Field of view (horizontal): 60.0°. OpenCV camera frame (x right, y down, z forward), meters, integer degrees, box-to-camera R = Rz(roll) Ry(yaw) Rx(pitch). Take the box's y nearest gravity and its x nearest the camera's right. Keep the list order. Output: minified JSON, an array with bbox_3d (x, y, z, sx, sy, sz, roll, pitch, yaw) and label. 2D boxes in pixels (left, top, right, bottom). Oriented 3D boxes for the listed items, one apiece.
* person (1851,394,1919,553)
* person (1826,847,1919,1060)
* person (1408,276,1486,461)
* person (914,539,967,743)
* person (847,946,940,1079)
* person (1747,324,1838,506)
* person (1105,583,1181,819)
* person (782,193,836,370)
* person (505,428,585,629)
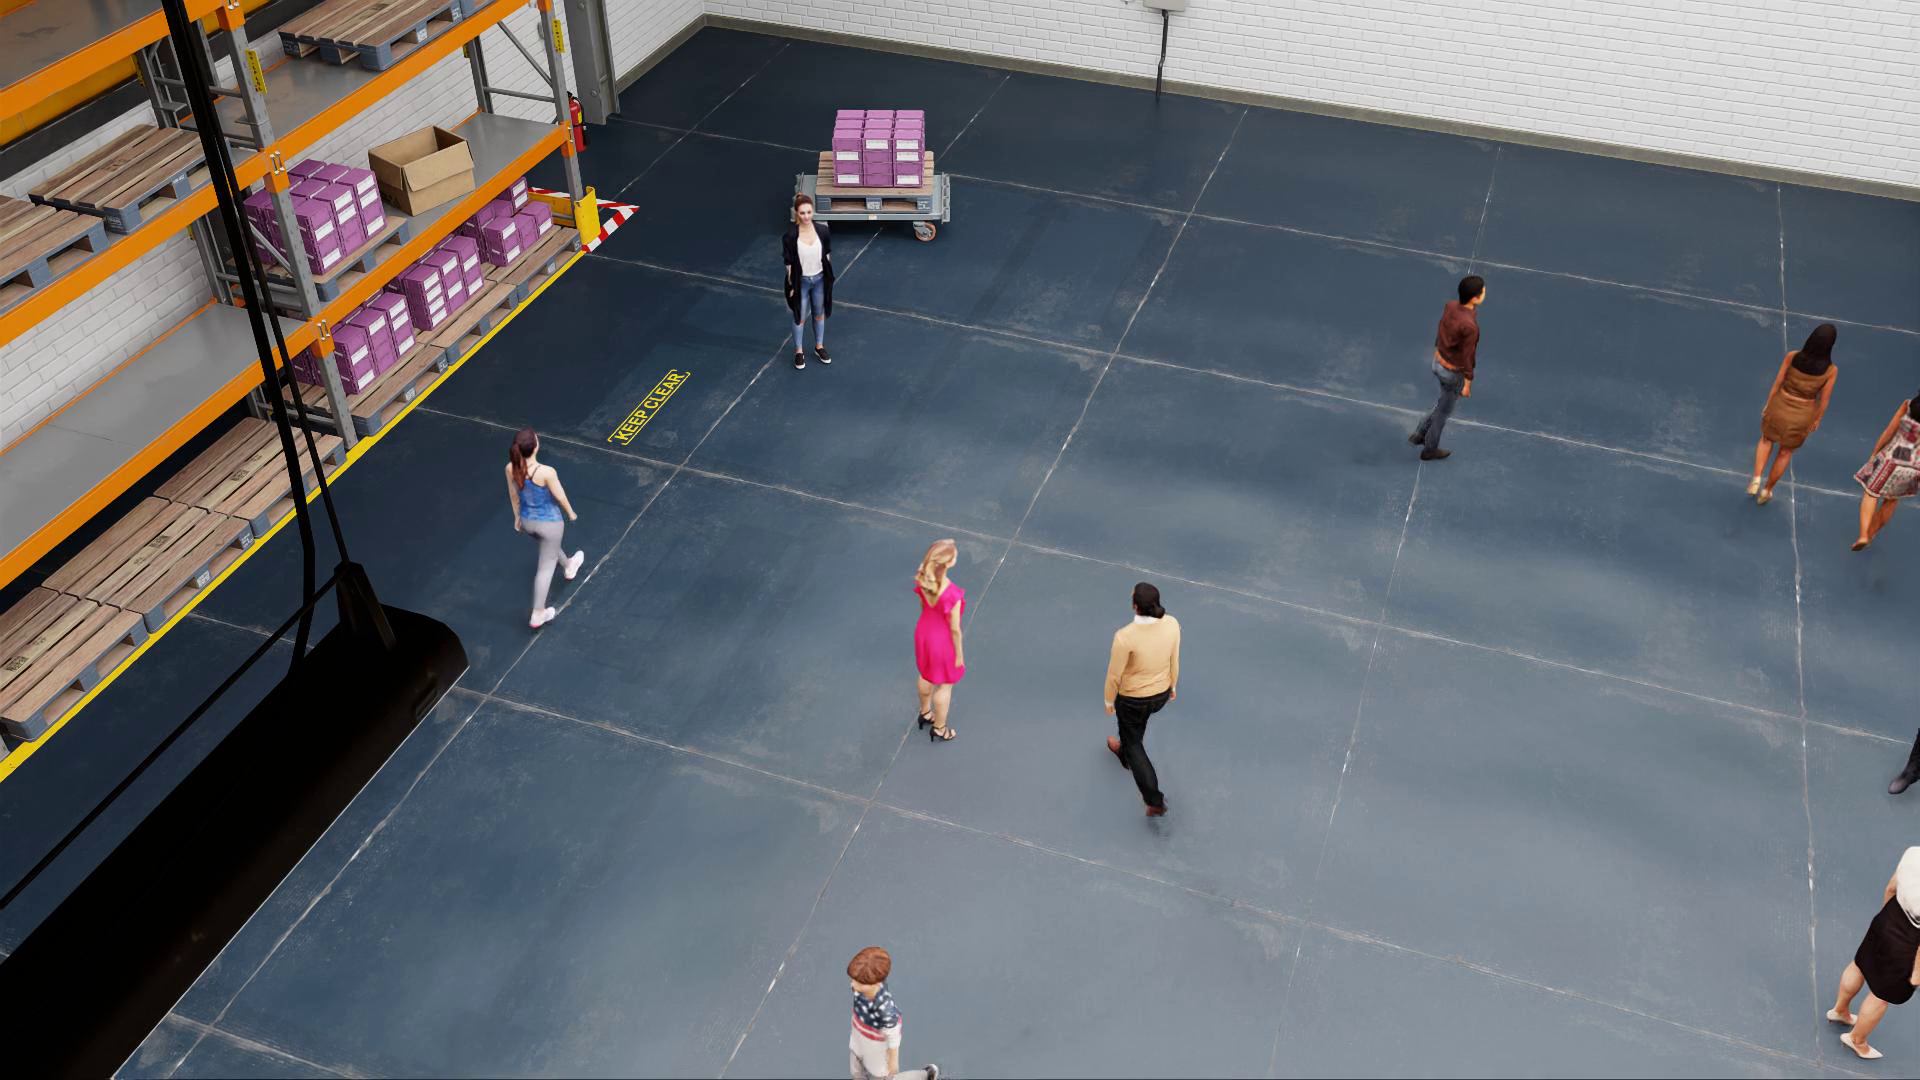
[{"bbox_3d":[7.280,-0.548,12.846,0.696,1.629,0.837,13,40,16],"label":"person"},{"bbox_3d":[5.222,2.233,9.265,0.745,1.753,0.574,1,39,1],"label":"person"},{"bbox_3d":[3.986,-1.402,13.804,0.858,1.768,0.764,-8,39,-10],"label":"person"},{"bbox_3d":[-0.162,0.684,11.230,0.692,1.721,0.675,-28,46,-30],"label":"person"},{"bbox_3d":[-0.406,2.667,8.984,0.883,1.425,0.782,-22,43,-25],"label":"person"},{"bbox_3d":[6.628,-0.955,13.319,0.666,1.676,0.717,24,44,27],"label":"person"},{"bbox_3d":[1.210,1.047,10.766,1.144,1.733,1.175,-19,42,-22],"label":"person"},{"bbox_3d":[-1.375,-2.355,15.066,0.721,1.683,0.761,-12,40,-15],"label":"person"},{"bbox_3d":[-3.121,-0.070,12.296,0.581,1.569,1.073,14,41,17],"label":"person"}]
